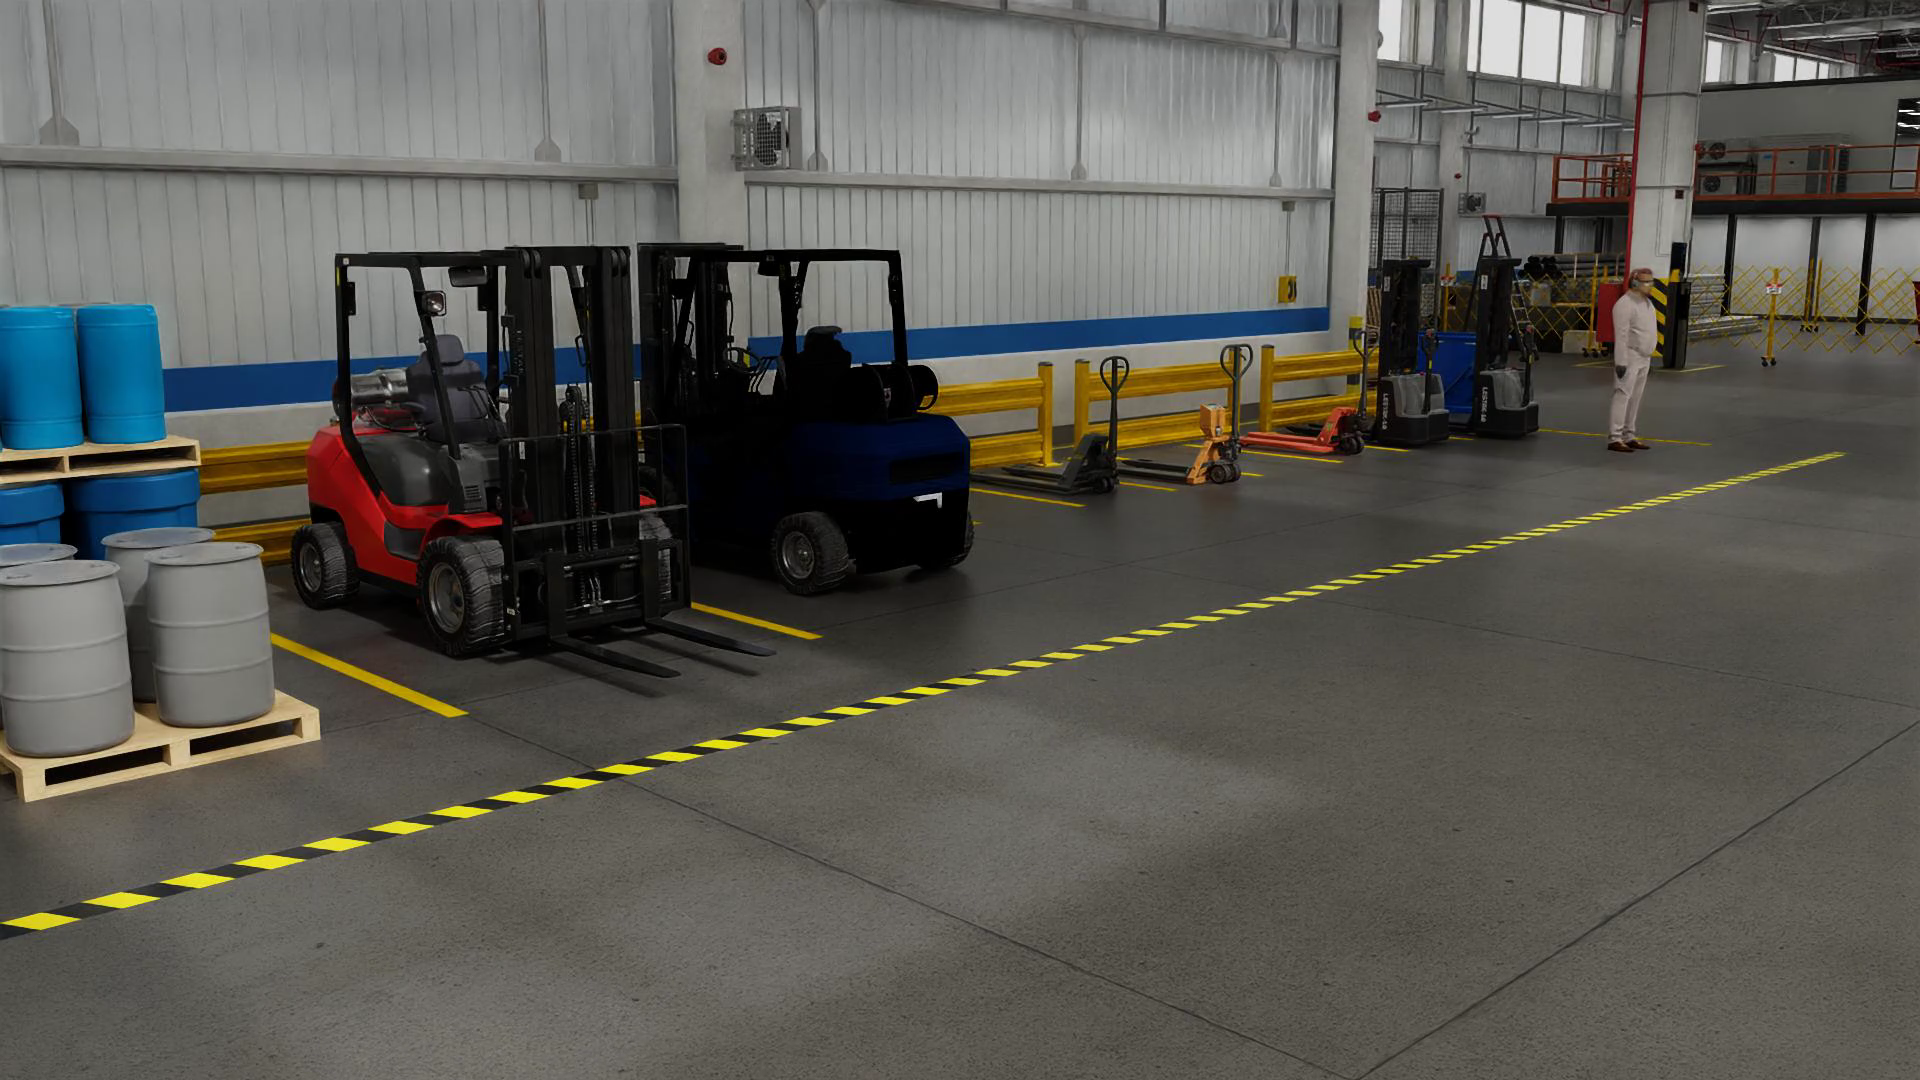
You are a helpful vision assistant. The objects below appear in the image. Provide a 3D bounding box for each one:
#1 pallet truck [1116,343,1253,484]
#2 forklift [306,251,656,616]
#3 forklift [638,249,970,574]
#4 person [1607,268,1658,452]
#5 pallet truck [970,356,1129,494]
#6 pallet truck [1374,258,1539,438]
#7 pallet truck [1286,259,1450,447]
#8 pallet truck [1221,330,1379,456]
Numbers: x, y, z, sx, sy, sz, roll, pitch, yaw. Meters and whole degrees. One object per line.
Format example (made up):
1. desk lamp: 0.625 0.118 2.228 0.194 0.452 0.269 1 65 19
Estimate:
1. pallet truck: 1.962 -1.215 15.415 1.522 1.261 0.704 10 14 43
2. forklift: -2.833 -0.669 9.694 1.157 1.987 2.680 -10 14 -44
3. forklift: -1.173 -0.958 11.239 2.680 1.987 1.157 10 14 43
4. person: 7.032 -1.871 17.315 0.652 1.906 0.402 -10 14 -42
5. pallet truck: 0.784 -1.085 14.876 0.680 1.201 1.601 -10 14 -44
6. pallet truck: 5.704 -2.208 18.901 1.885 1.965 0.823 10 14 43
7. pallet truck: 4.493 -2.078 18.196 0.823 1.965 1.885 -9 14 -40
8. pallet truck: 3.563 -1.581 17.381 0.653 1.274 1.630 -10 14 -44
